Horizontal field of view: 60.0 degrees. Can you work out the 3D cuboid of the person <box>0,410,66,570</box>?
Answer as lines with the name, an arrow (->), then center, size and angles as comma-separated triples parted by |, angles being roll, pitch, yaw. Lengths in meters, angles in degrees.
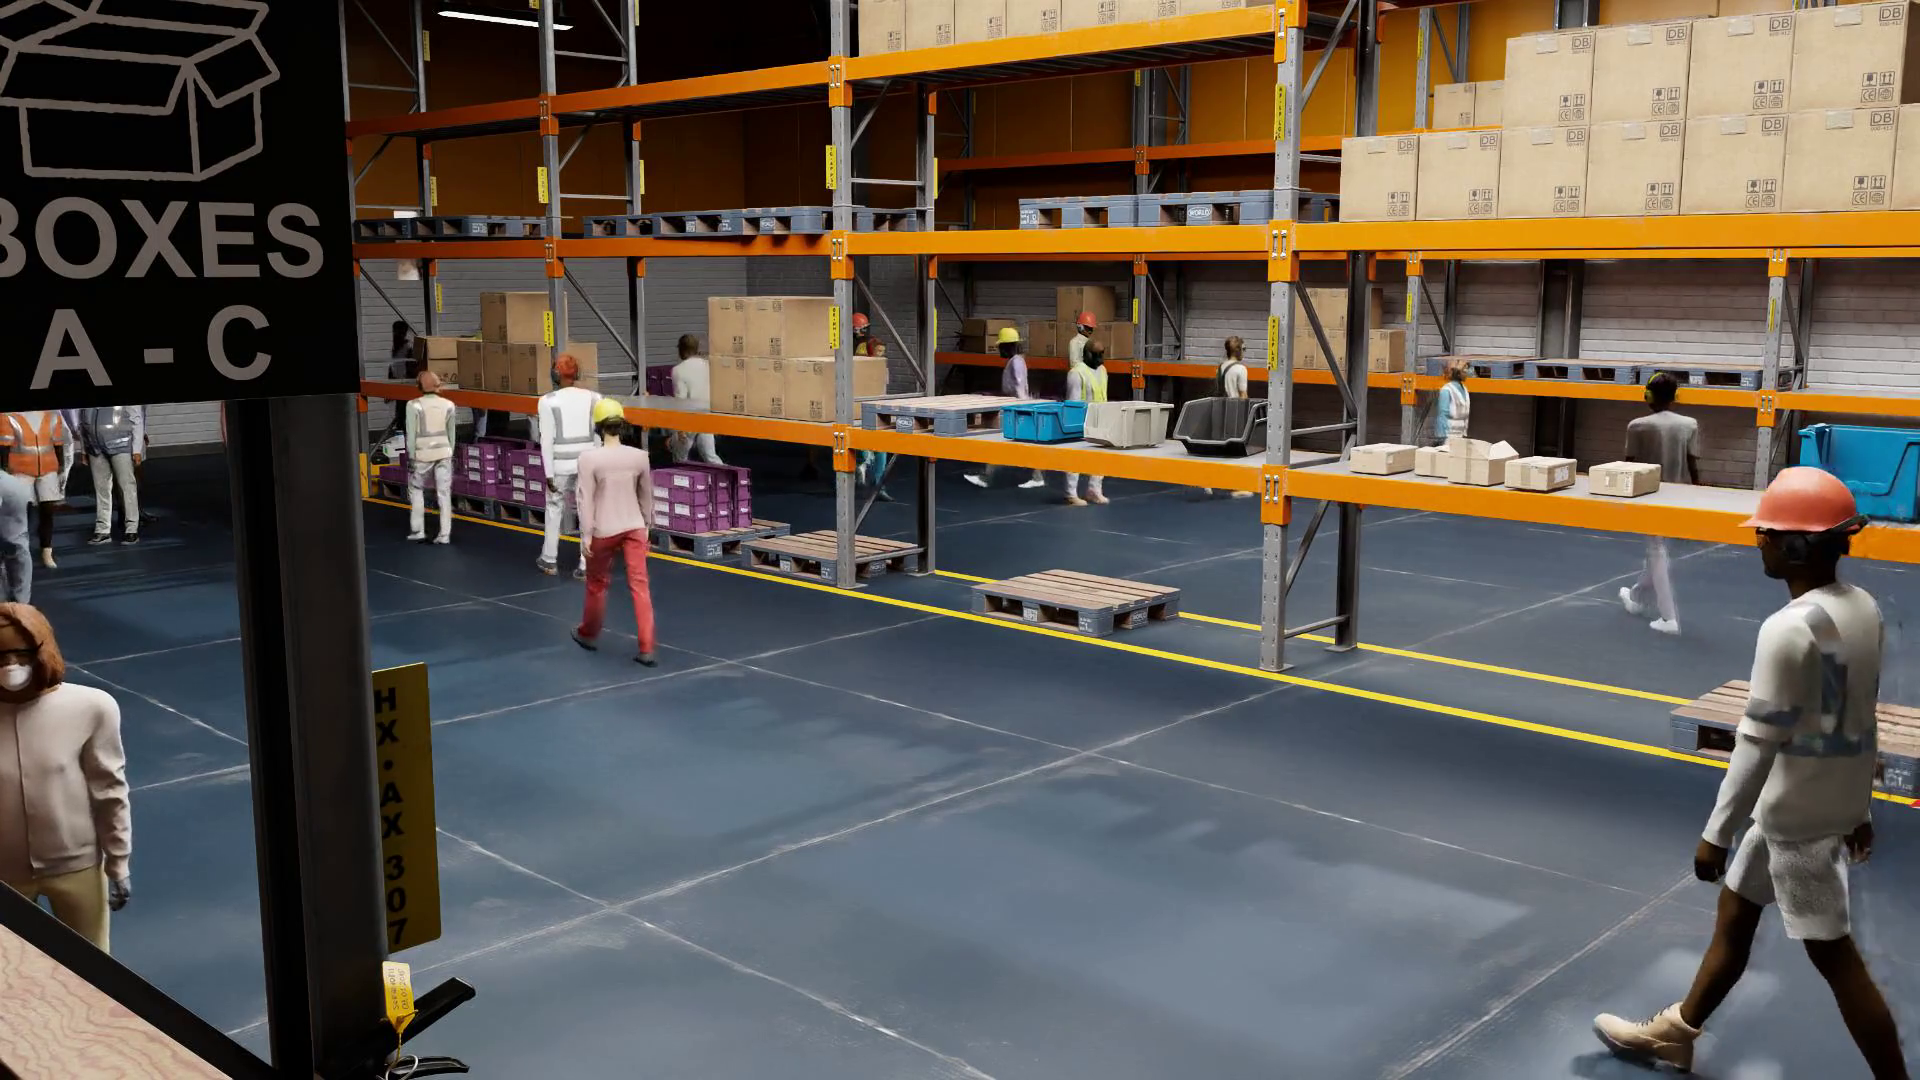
person -> -7.883, -0.580, 14.145 | 0.398, 1.680, 0.545 | 8, 12, 40

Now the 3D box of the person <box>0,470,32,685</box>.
person -> -4.909, 0.295, 8.167 | 0.628, 1.904, 0.905 | -6, 11, -33

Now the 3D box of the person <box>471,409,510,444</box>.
person -> -6.071, -2.008, 21.824 | 0.541, 2.000, 0.723 | 5, 10, 26

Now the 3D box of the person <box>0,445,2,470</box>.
person -> -10.608, -1.399, 18.501 | 0.652, 1.906, 0.403 | 1, 9, 9

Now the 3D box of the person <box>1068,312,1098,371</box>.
person -> 1.647, -2.054, 22.277 | 0.393, 1.985, 0.611 | 4, 10, 23

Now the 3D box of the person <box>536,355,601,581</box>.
person -> -3.270, -0.609, 13.808 | 0.587, 1.855, 0.852 | -6, 11, -34

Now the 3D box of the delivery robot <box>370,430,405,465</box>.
delivery robot -> -6.937, -1.116, 20.612 | 0.477, 0.478, 0.707 | 6, 11, 33

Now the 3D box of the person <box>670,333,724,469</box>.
person -> -2.726, -1.222, 17.473 | 0.982, 1.903, 0.642 | 7, 11, 35

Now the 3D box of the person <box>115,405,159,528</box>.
person -> -8.222, -1.093, 16.530 | 0.376, 1.935, 0.550 | 0, 9, 0

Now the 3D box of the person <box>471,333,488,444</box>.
person -> -5.940, -1.683, 20.666 | 0.307, 1.772, 0.525 | -3, 10, -15

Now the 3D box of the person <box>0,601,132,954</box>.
person -> -2.666, 0.972, 4.817 | 0.503, 1.626, 0.278 | -4, 10, -25

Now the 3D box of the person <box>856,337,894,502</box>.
person -> -1.039, -1.335, 18.384 | 0.715, 1.815, 0.586 | 8, 12, 41

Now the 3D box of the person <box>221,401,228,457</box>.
person -> -6.878, -1.019, 16.339 | 0.661, 1.847, 1.011 | -3, 10, -19

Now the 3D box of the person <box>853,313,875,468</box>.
person -> -1.293, -1.931, 21.494 | 0.383, 1.994, 0.612 | 7, 12, 37

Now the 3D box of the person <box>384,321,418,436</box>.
person -> -7.272, -1.946, 21.926 | 0.547, 1.895, 0.739 | -7, 12, -36

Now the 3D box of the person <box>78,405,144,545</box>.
person -> -7.873, -0.857, 15.400 | 0.587, 1.835, 0.404 | 1, 9, 3

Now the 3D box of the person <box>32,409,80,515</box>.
person -> -9.476, -1.195, 17.300 | 0.703, 1.897, 0.379 | 6, 11, 33

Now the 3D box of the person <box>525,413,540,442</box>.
person -> -5.674, -1.985, 22.408 | 0.597, 1.805, 0.644 | 7, 12, 38

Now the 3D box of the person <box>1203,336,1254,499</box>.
person -> 2.967, -1.338, 18.359 | 0.706, 1.828, 0.526 | -4, 10, -21

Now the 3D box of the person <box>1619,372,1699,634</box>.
person -> 4.956, -0.287, 11.944 | 0.549, 1.816, 0.966 | -1, 9, -5

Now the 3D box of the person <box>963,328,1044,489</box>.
person -> 0.535, -1.514, 19.293 | 0.988, 1.870, 0.615 | 0, 9, -3

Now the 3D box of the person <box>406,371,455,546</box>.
person -> -4.955, -0.764, 15.472 | 0.635, 1.615, 0.532 | 9, 13, 44

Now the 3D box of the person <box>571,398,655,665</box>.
person -> -2.269, -0.064, 10.899 | 0.555, 1.714, 0.929 | -7, 11, -36

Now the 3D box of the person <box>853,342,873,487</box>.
person -> -1.188, -1.452, 19.422 | 0.517, 1.706, 0.606 | 2, 9, 11

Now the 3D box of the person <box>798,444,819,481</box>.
person -> -1.899, -1.670, 20.134 | 0.590, 1.914, 0.575 | 7, 11, 36

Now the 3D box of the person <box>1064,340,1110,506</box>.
person -> 1.362, -1.247, 17.902 | 0.535, 1.808, 0.648 | 7, 12, 38

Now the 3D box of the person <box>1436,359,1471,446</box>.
person -> 5.128, -1.092, 17.474 | 0.436, 1.629, 0.519 | 8, 12, 40

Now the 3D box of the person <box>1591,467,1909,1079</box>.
person -> 2.453, 0.777, 4.920 | 1.043, 1.989, 0.628 | 9, 13, 44
